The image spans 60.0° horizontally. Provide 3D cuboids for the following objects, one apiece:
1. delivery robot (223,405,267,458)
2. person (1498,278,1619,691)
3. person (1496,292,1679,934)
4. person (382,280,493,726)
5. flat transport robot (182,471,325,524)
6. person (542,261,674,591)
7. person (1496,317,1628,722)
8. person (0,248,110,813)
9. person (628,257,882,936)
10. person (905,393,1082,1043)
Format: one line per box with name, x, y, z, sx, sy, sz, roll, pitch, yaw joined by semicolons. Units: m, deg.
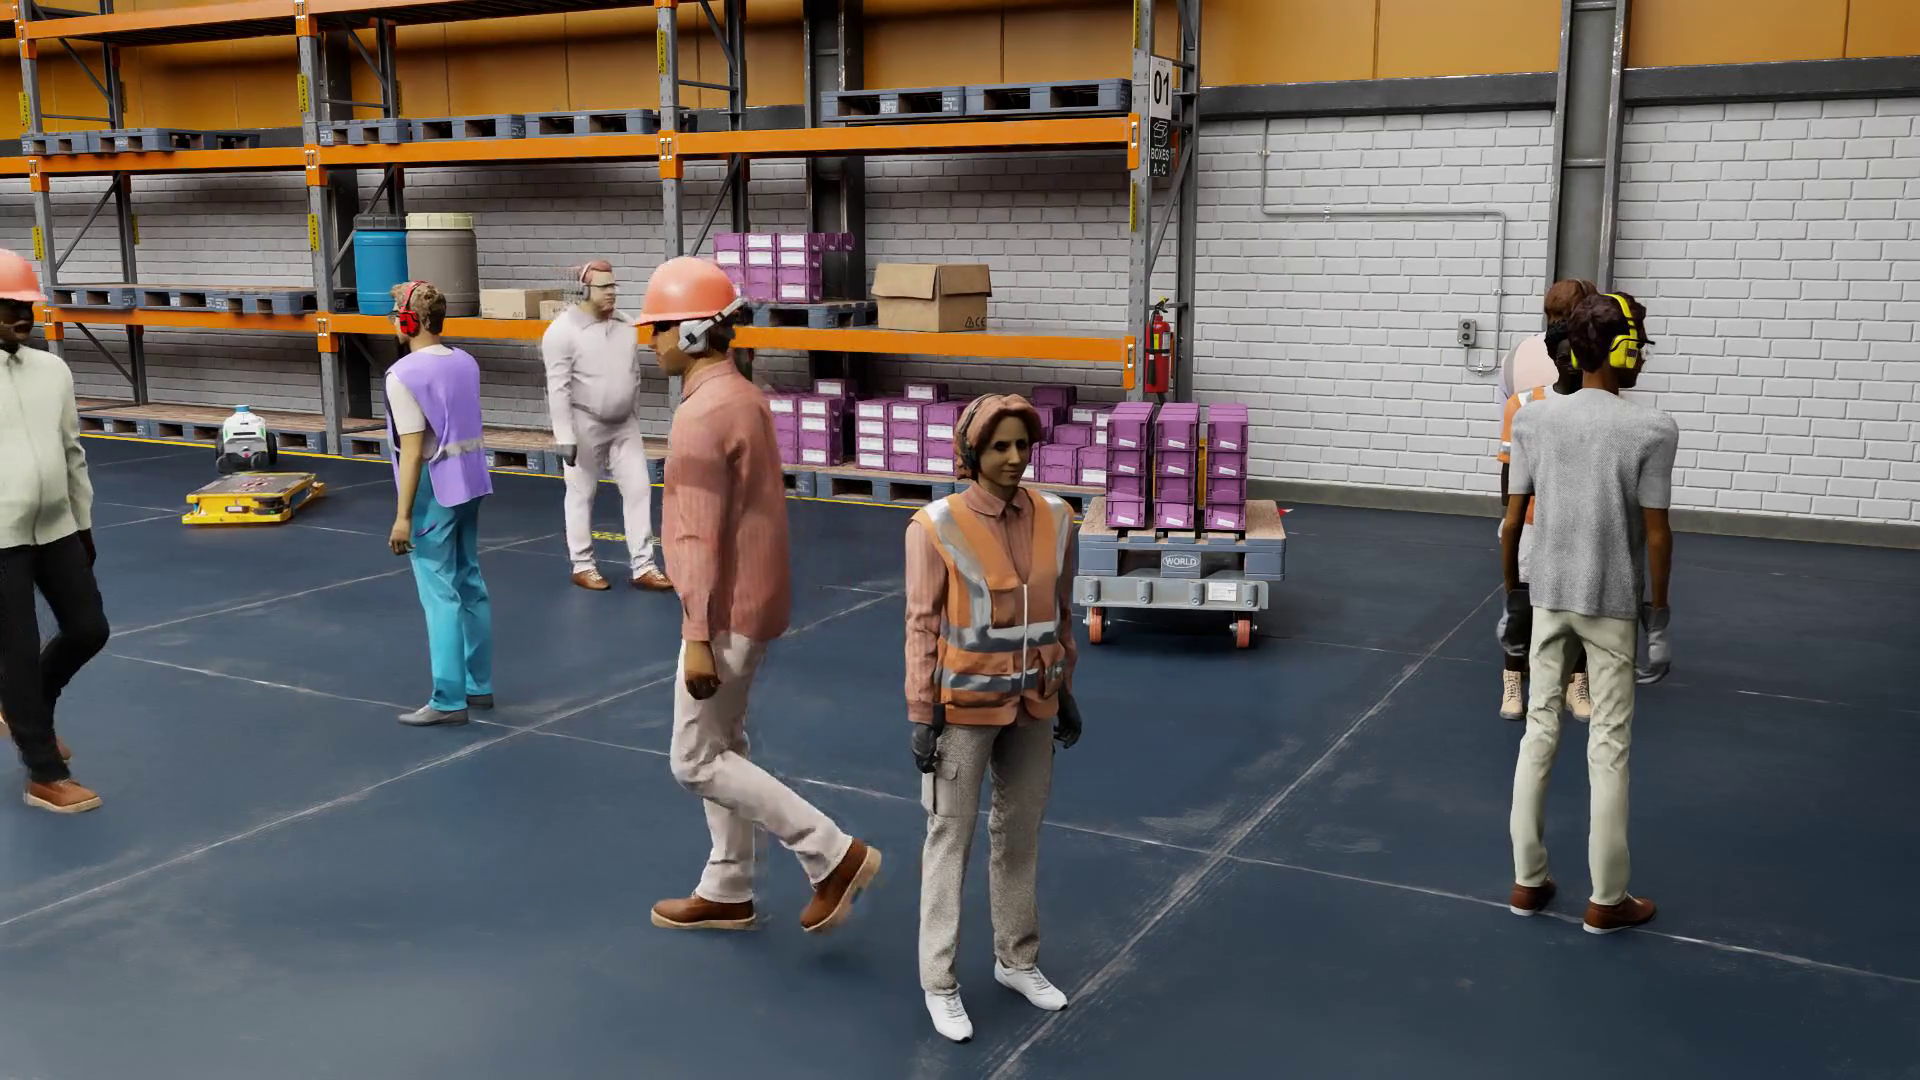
delivery robot;-6.250;-0.938;14.531;0.477;0.478;0.707;-4;11;-22
person;2.701;-0.244;7.461;0.429;1.843;0.627;-6;12;-28
person;1.832;0.215;4.883;0.520;1.865;0.335;10;14;43
person;-2.150;-0.143;6.891;0.391;1.846;0.564;3;11;14
flat transport robot;-5.163;-0.326;12.214;0.652;0.197;1.431;-2;10;-9
person;-1.958;-0.615;9.367;0.817;1.878;0.680;9;14;41
person;2.509;-0.079;6.952;0.540;1.696;0.316;1;10;6
person;-3.334;-0.031;5.895;0.609;1.982;0.639;4;11;23
person;-0.597;0.198;4.669;0.620;1.972;0.612;1;10;6
person;0.087;0.441;4.254;0.525;1.639;0.307;-7;12;-33
